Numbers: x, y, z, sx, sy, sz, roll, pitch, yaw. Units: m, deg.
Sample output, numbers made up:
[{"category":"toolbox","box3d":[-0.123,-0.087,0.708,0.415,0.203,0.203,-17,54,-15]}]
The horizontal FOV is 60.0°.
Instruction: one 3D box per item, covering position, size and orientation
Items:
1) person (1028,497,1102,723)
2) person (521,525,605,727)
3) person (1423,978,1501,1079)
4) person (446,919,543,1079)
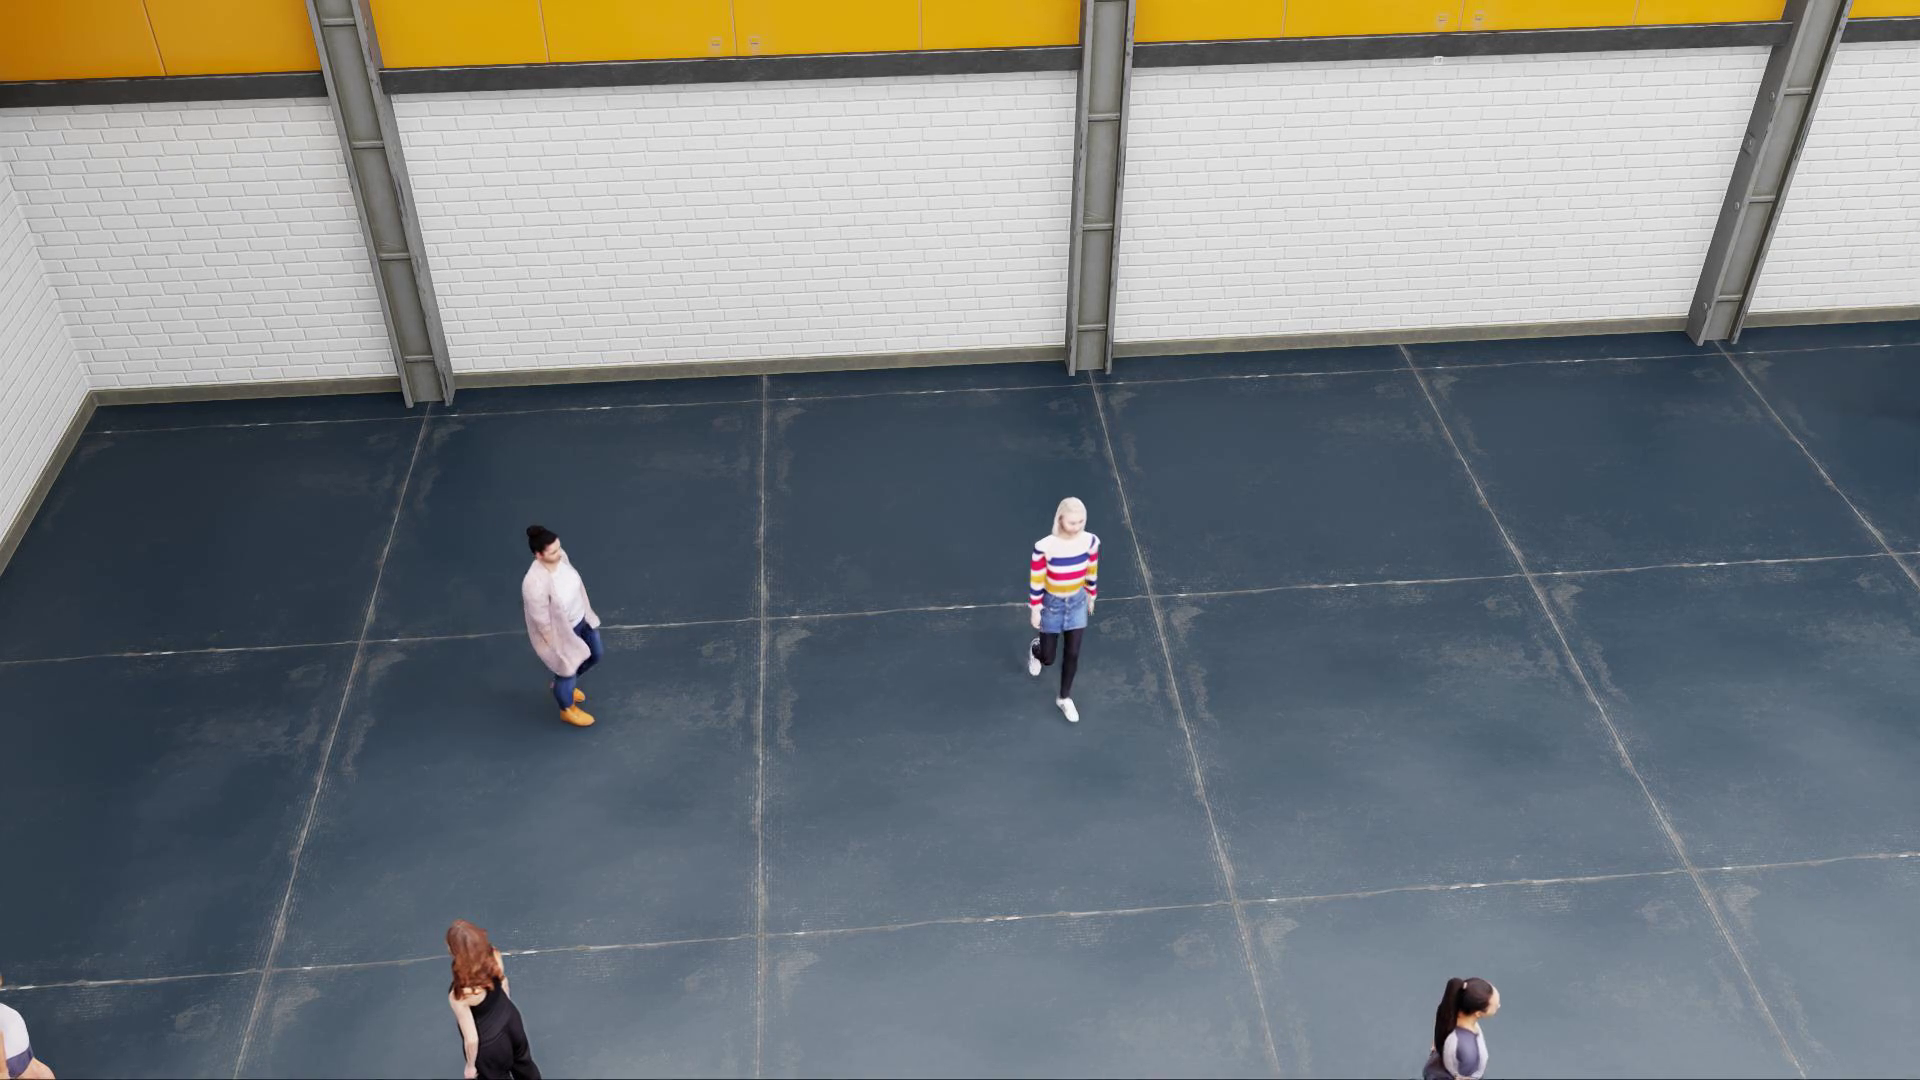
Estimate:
[{"category":"person","box3d":[0.676,0.420,11.473,0.899,1.796,0.836,-11,40,-14]},{"category":"person","box3d":[-2.799,0.574,11.334,0.779,1.730,0.774,8,39,10]},{"category":"person","box3d":[2.455,2.815,8.604,0.861,1.634,0.632,-1,39,-1]},{"category":"person","box3d":[-2.454,2.608,8.773,0.636,1.746,0.658,11,40,14]}]
